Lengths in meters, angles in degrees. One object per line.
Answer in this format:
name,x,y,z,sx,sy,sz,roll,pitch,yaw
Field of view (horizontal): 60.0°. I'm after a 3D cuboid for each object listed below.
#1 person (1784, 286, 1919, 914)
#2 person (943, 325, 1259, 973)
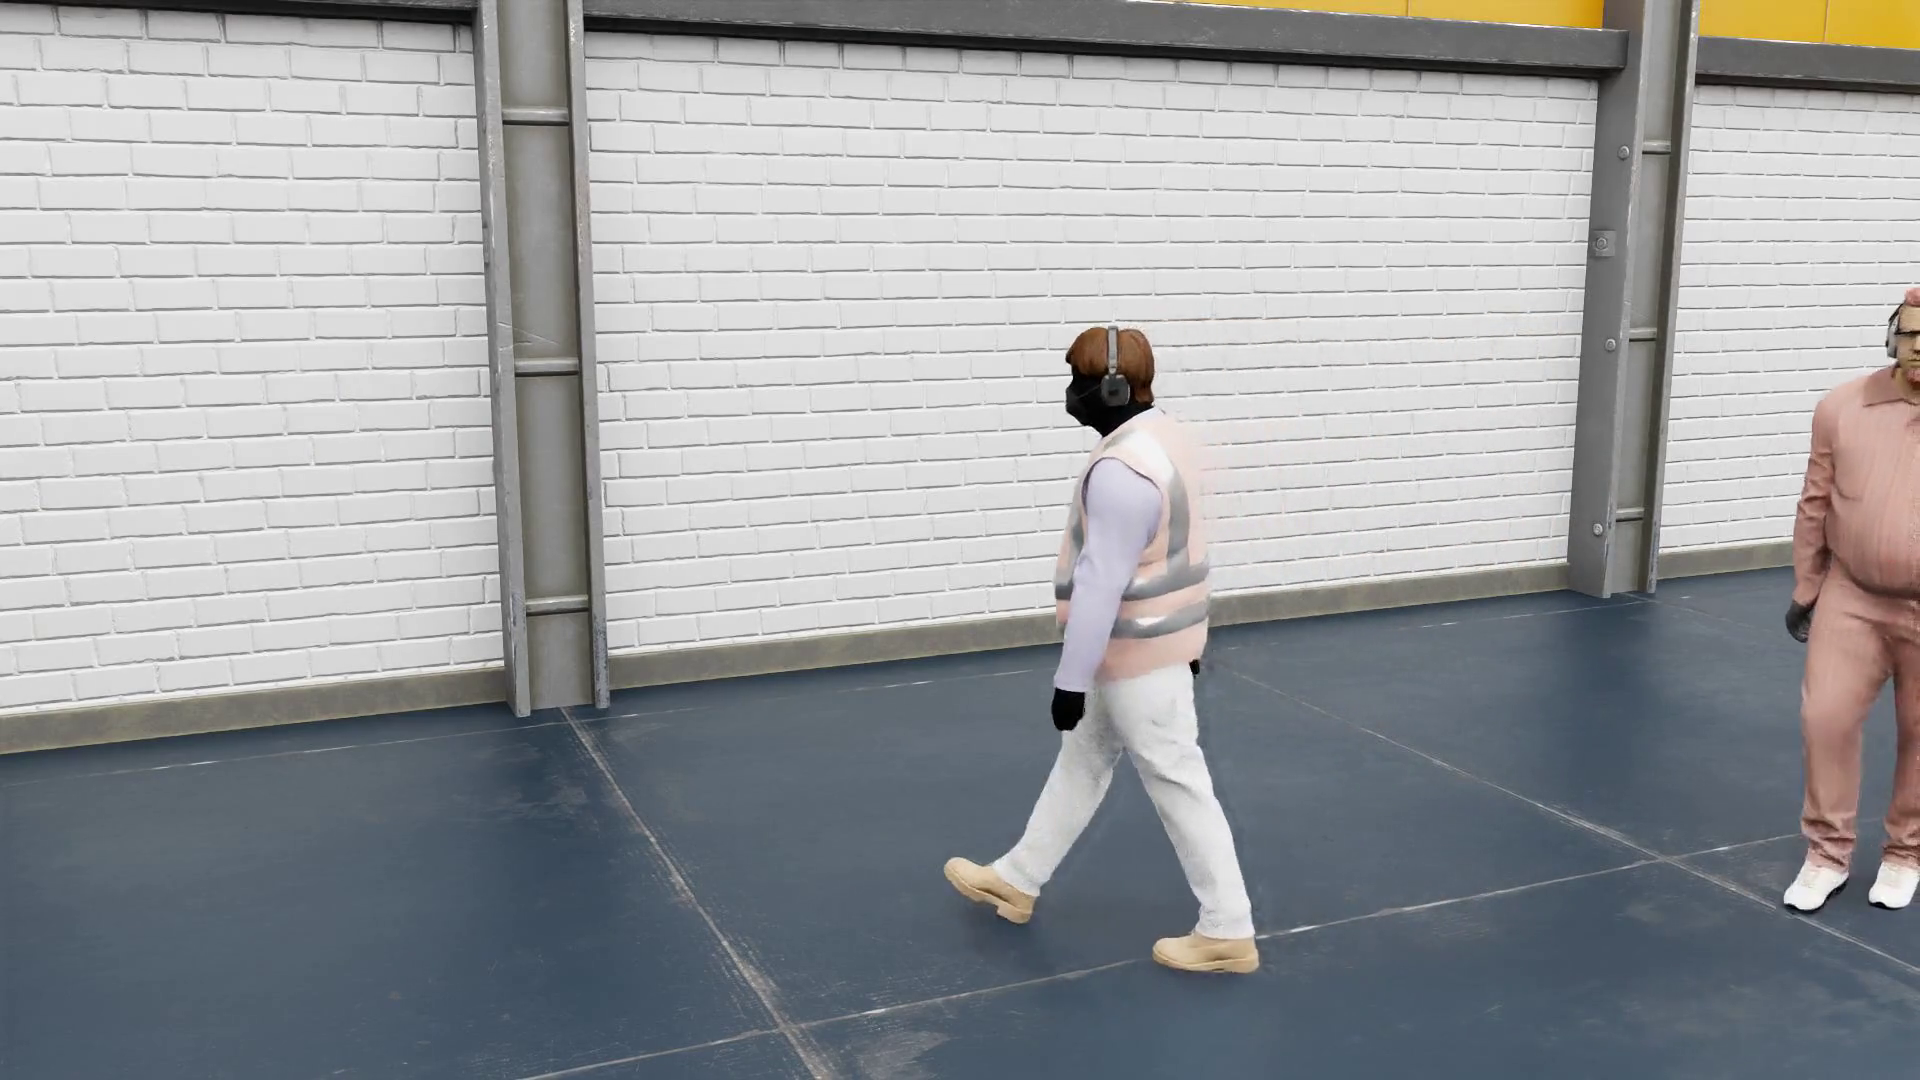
person,2.753,0.204,4.889,0.680,1.883,0.689,9,14,41
person,0.414,0.304,4.639,0.980,1.784,0.633,2,11,13
